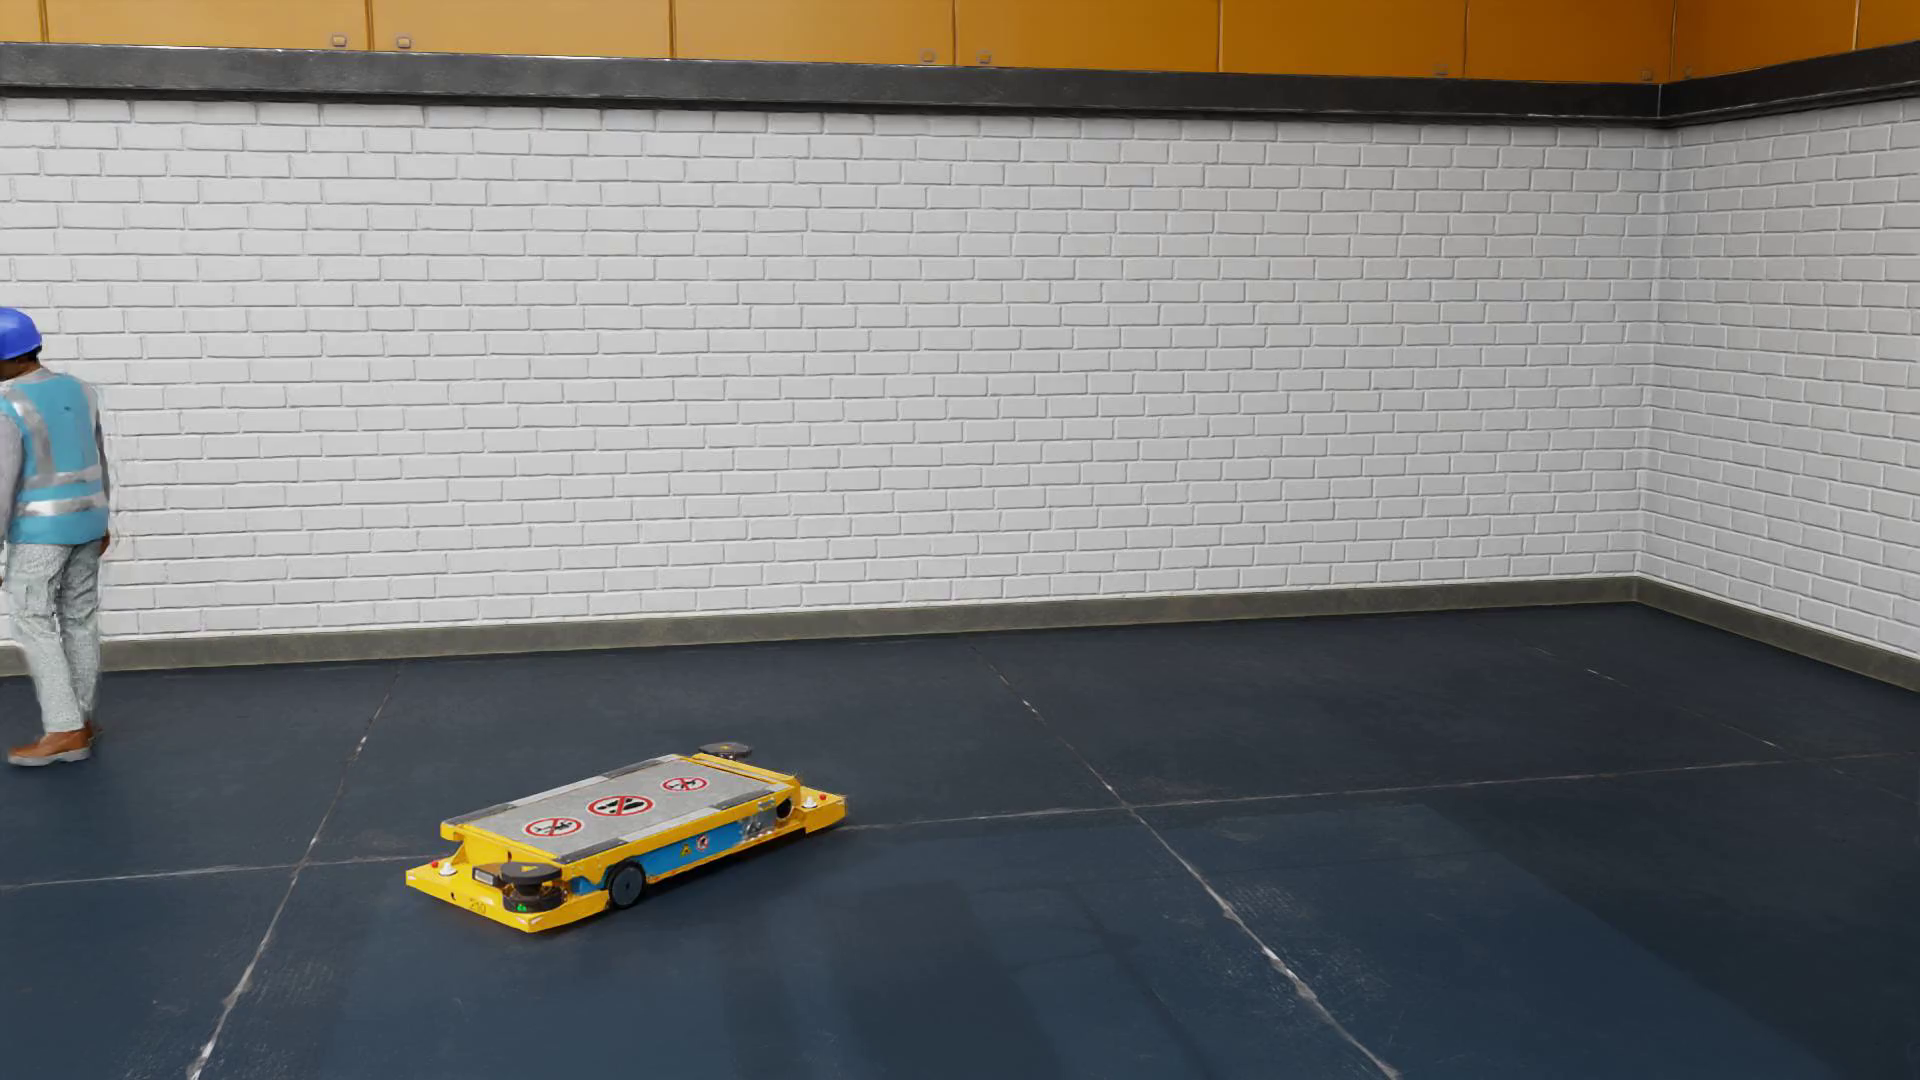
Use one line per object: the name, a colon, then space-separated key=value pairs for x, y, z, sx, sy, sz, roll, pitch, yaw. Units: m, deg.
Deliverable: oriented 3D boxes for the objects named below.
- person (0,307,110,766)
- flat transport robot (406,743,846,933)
person: x=-3.819 y=-0.016 z=7.009 sx=0.398 sy=1.906 sz=0.710 roll=2 pitch=10 yaw=13
flat transport robot: x=-1.121 y=0.995 z=5.795 sx=0.652 sy=0.197 sz=1.431 roll=7 pitch=12 yaw=38
